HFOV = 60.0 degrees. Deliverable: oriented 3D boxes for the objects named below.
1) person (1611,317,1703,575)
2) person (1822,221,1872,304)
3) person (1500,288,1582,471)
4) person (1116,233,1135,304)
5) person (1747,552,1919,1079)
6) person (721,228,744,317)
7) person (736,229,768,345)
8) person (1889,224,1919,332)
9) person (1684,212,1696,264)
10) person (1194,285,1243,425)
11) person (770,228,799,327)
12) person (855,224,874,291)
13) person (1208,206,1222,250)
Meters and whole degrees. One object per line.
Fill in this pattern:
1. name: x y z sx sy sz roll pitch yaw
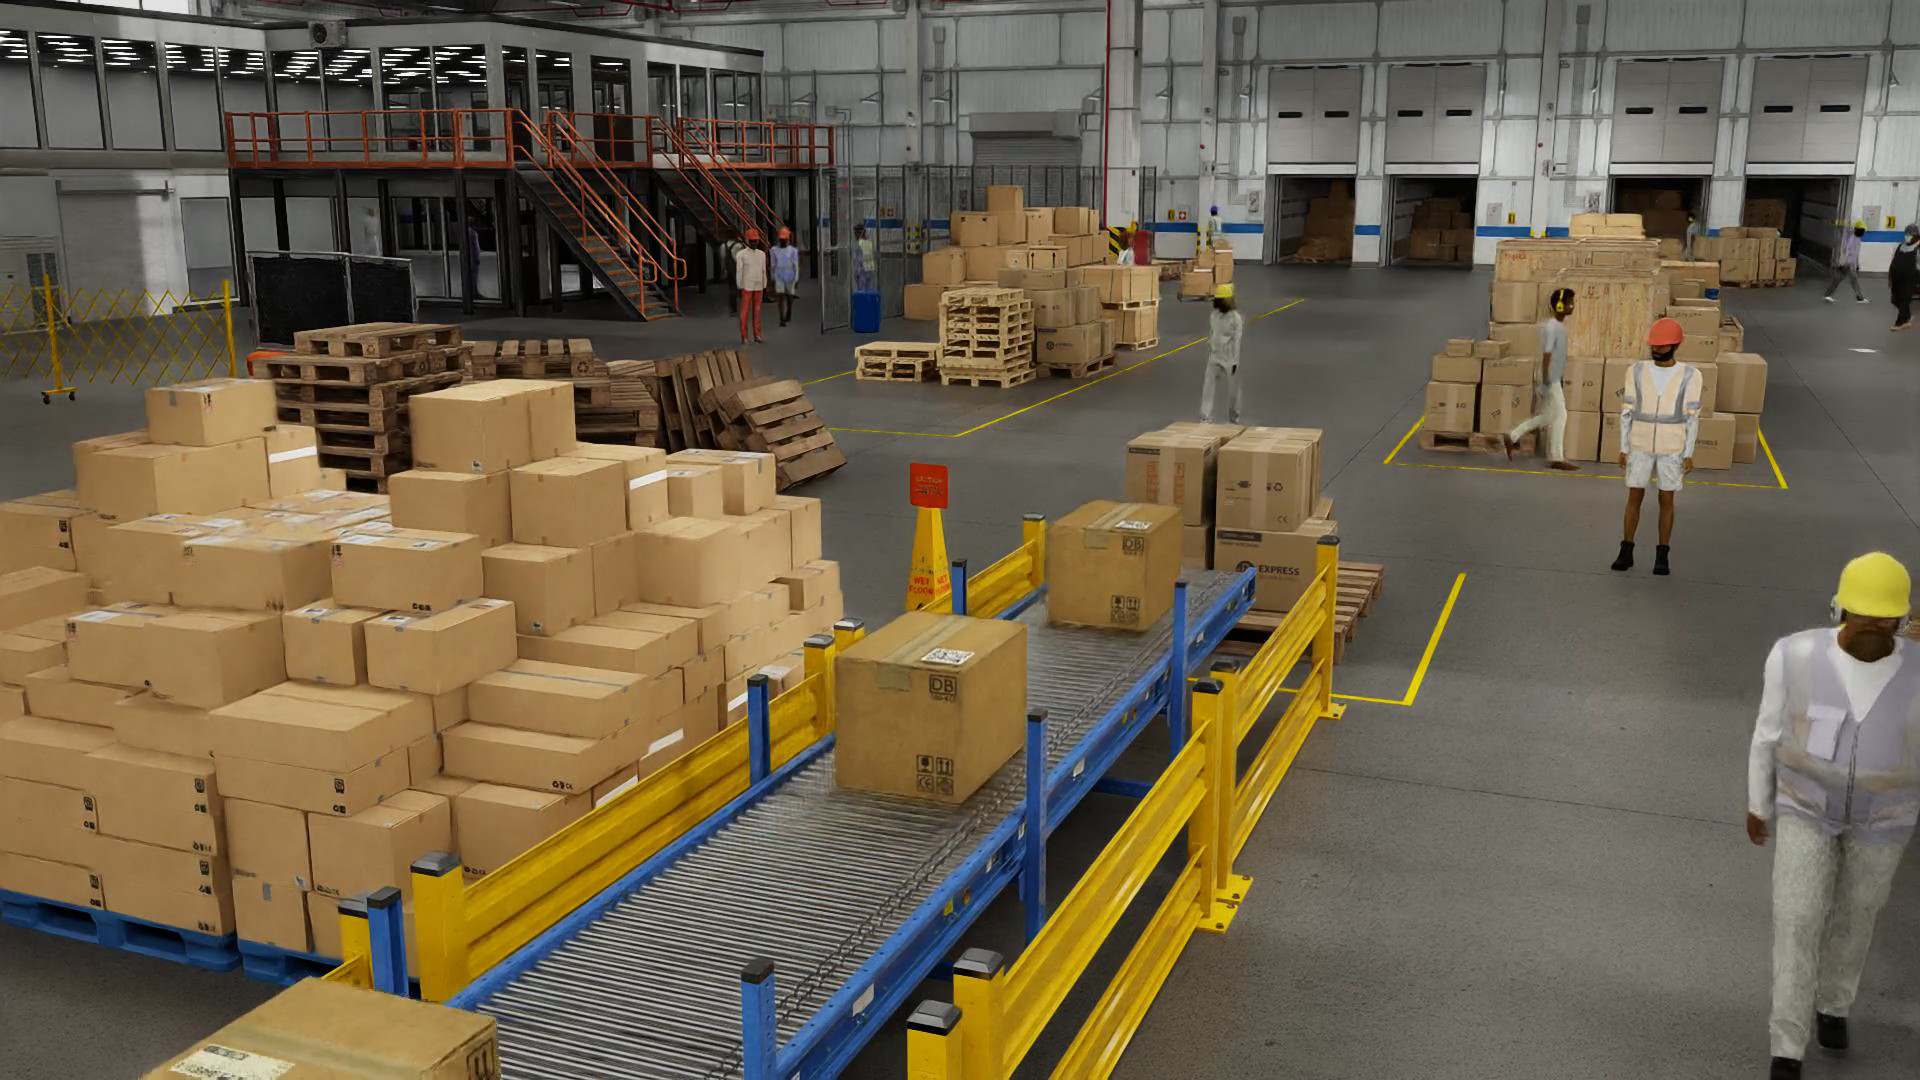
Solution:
1. person: 5.222 -0.698 12.457 0.547 1.934 0.376 7 15 30
2. person: 20.233 -6.316 37.832 1.040 1.869 0.595 10 16 39
3. person: 5.944 -1.633 16.851 0.751 1.852 0.523 5 14 22
4. person: 3.003 -4.796 31.049 0.953 1.835 0.606 -4 13 -15
5. person: 2.901 0.935 5.424 0.623 1.793 0.858 6 14 25
6. person: -4.626 -5.530 34.381 0.520 1.826 0.574 7 14 29
7. person: -3.600 -4.382 28.840 0.609 1.996 0.379 -10 16 -39
8. person: 17.868 -4.959 31.329 0.797 2.000 0.694 -7 14 -29
9. person: 19.930 -8.059 45.681 0.742 1.842 0.554 5 14 22
10. person: 2.942 -2.038 18.963 0.508 1.701 0.849 12 17 43
11. person: -3.420 -5.134 32.445 0.554 1.909 0.851 -1 13 -2
12. person: -1.958 -5.494 34.038 0.386 1.910 0.598 5 14 23
13. person: 7.795 -9.204 50.631 0.722 1.928 0.613 10 16 38
